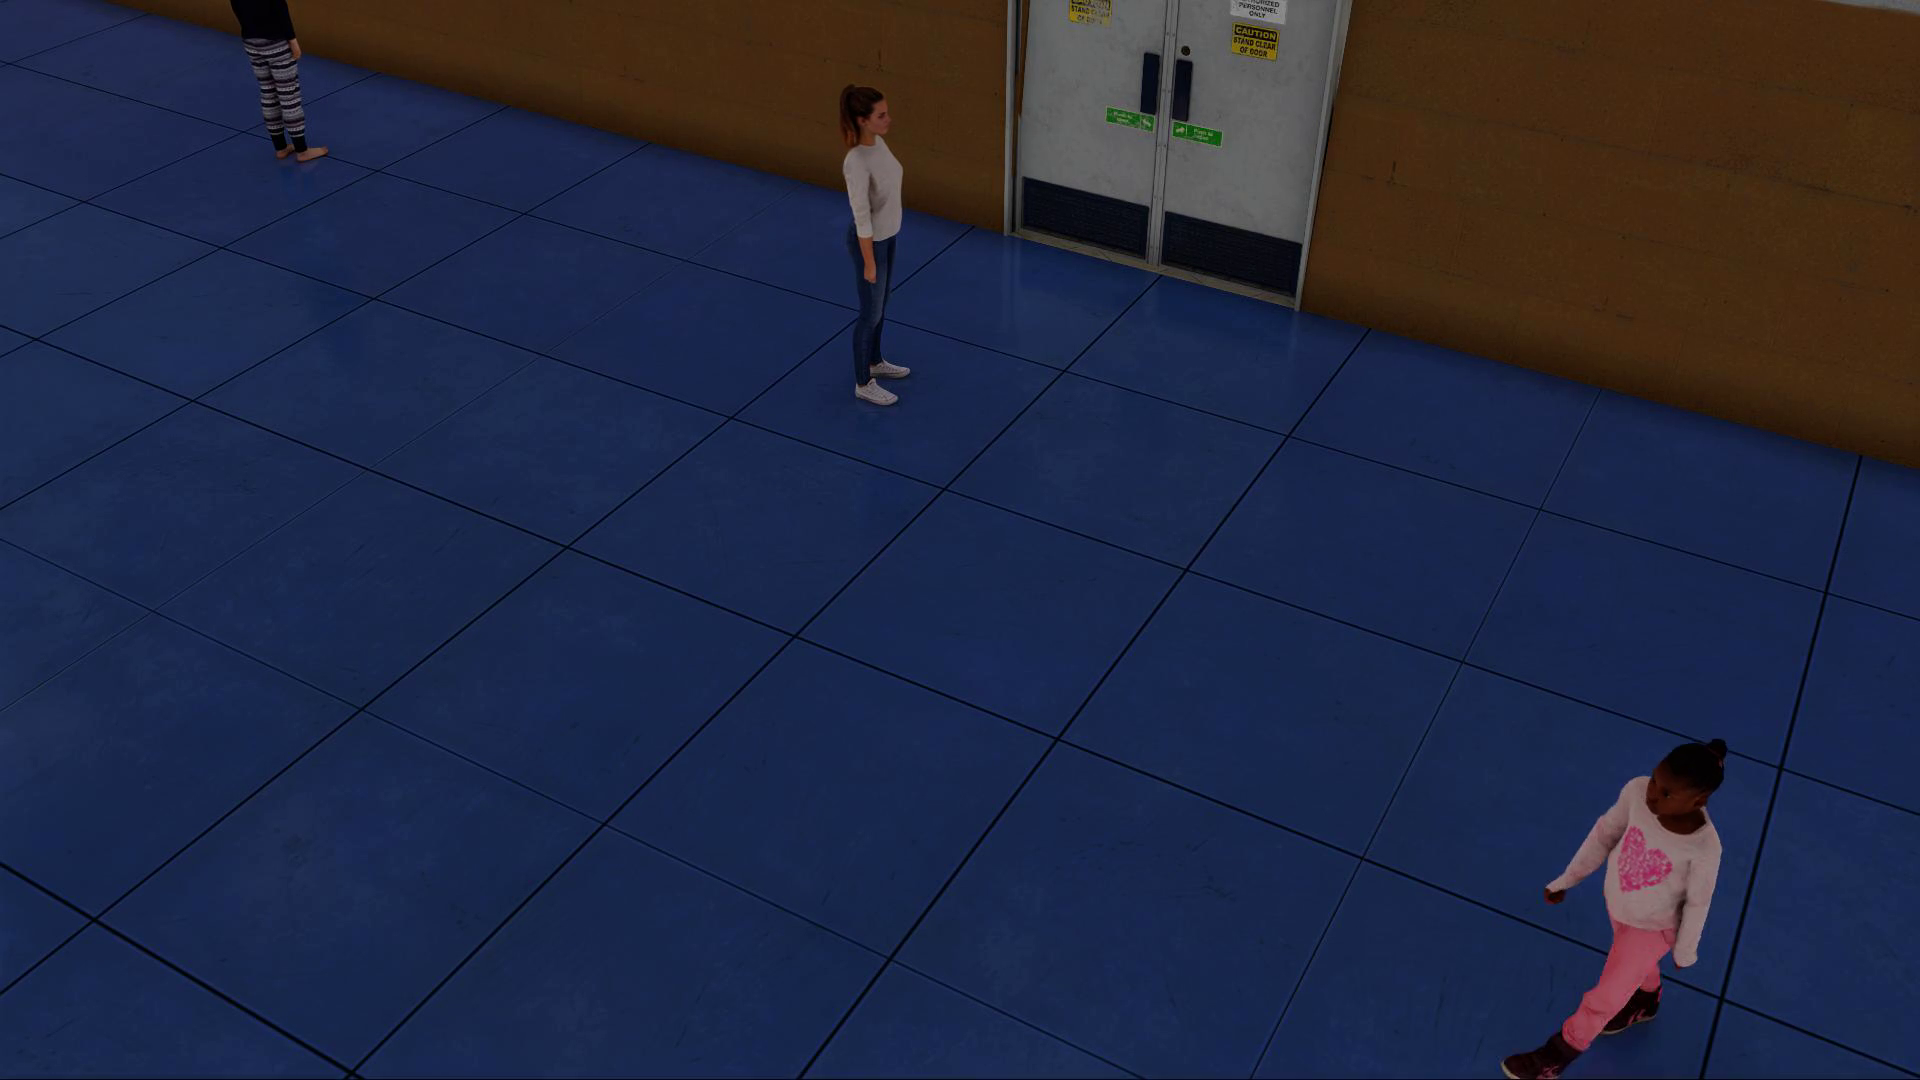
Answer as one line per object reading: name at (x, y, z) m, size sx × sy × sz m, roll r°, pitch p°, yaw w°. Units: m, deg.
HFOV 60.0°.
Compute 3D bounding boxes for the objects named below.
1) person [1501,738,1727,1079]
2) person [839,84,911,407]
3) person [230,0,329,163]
person at (2.263, 1.159, 5.366) m, size 0.993 × 1.419 × 0.916 m, roll -10°, pitch 38°, yaw -13°
person at (-0.462, -1.545, 8.718) m, size 0.729 × 1.720 × 0.575 m, roll 8°, pitch 38°, yaw 10°
person at (-4.662, -3.392, 11.167) m, size 0.616 × 1.735 × 0.535 m, roll 16°, pitch 40°, yaw 20°
